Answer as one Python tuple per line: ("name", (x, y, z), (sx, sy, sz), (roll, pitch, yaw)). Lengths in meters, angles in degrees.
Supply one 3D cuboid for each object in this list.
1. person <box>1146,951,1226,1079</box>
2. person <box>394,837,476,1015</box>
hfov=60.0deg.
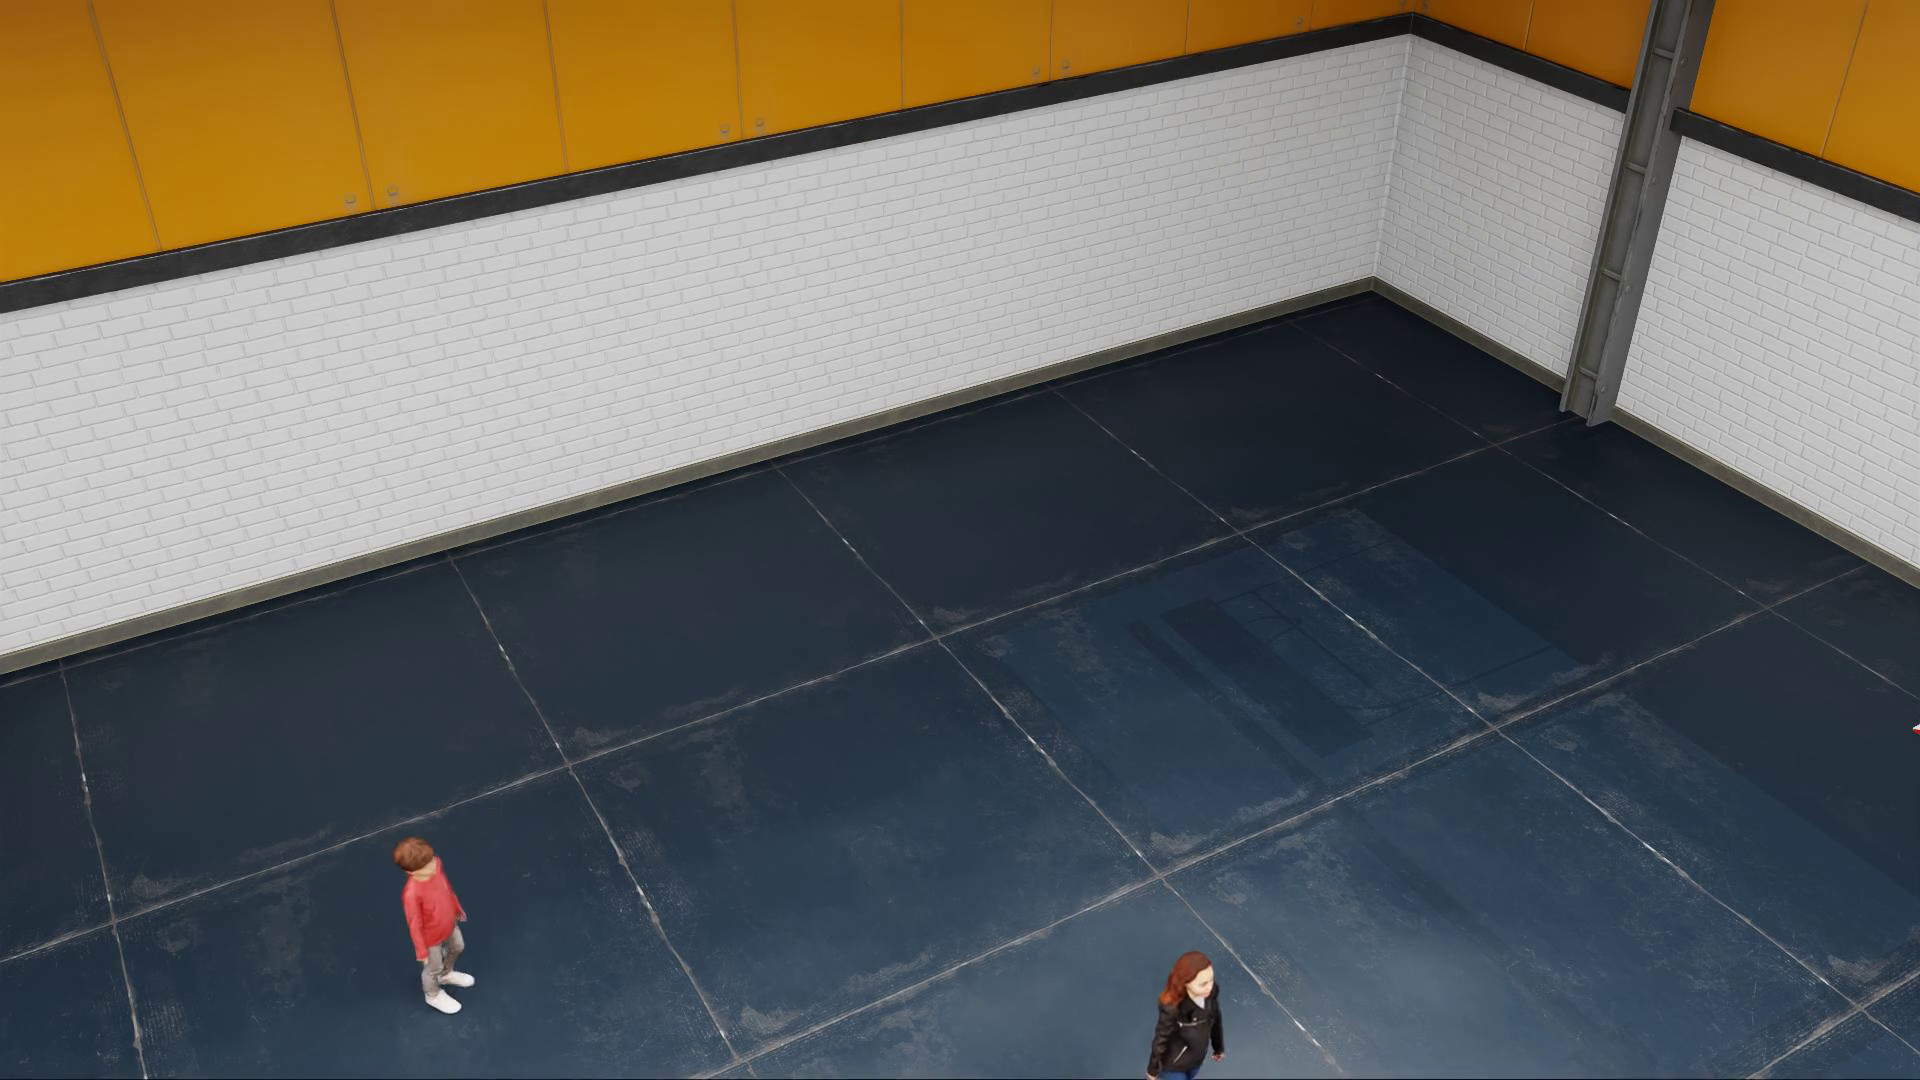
("person", (1.136, 2.686, 8.853), (0.636, 1.475, 0.633), (-26, 42, -34))
("person", (-3.075, 2.221, 9.623), (0.754, 1.396, 0.686), (1, 34, 2))
